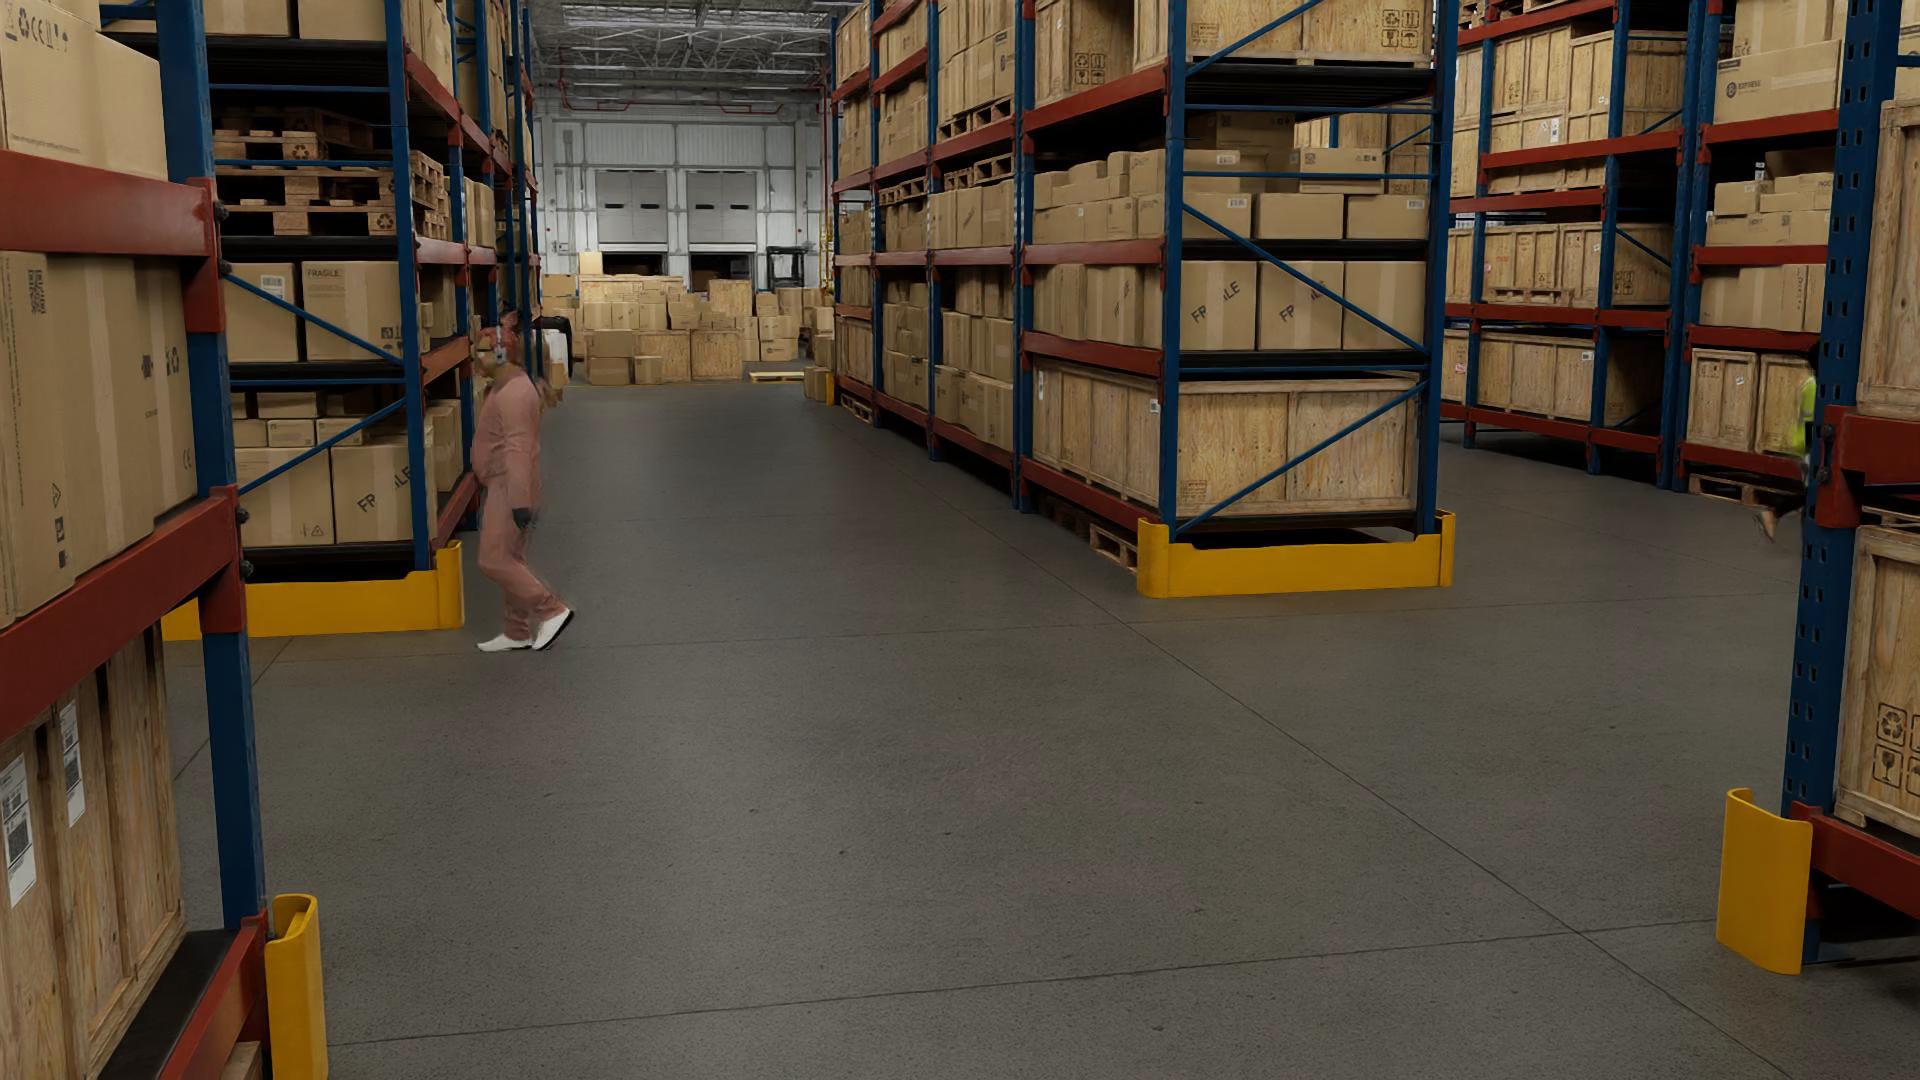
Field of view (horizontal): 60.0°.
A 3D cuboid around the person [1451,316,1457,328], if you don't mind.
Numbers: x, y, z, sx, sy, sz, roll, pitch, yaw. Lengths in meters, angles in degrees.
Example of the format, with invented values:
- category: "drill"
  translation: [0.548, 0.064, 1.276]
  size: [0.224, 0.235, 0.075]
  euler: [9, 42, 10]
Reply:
- category: "person"
  translation: [9.299, -3.841, 31.256]
  size: [0.985, 1.883, 0.564]
  euler: [2, 10, 12]

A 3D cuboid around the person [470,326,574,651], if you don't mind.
- category: "person"
  translation: [-2.557, -0.275, 9.516]
  size: [0.465, 1.888, 0.649]
  euler: [-2, 10, -11]

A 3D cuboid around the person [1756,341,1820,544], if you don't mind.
- category: "person"
  translation: [6.469, -0.695, 12.716]
  size: [0.583, 1.681, 0.540]
  euler: [8, 12, 39]

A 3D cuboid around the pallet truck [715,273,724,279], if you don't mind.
- category: "pallet truck"
  translation: [-8.580, -8.986, 62.280]
  size: [1.885, 1.965, 0.823]
  euler: [1, 9, 5]

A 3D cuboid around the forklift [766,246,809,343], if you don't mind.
- category: "forklift"
  translation: [-5.169, -7.188, 48.636]
  size: [1.129, 2.768, 1.873]
  euler: [-3, 10, -19]
